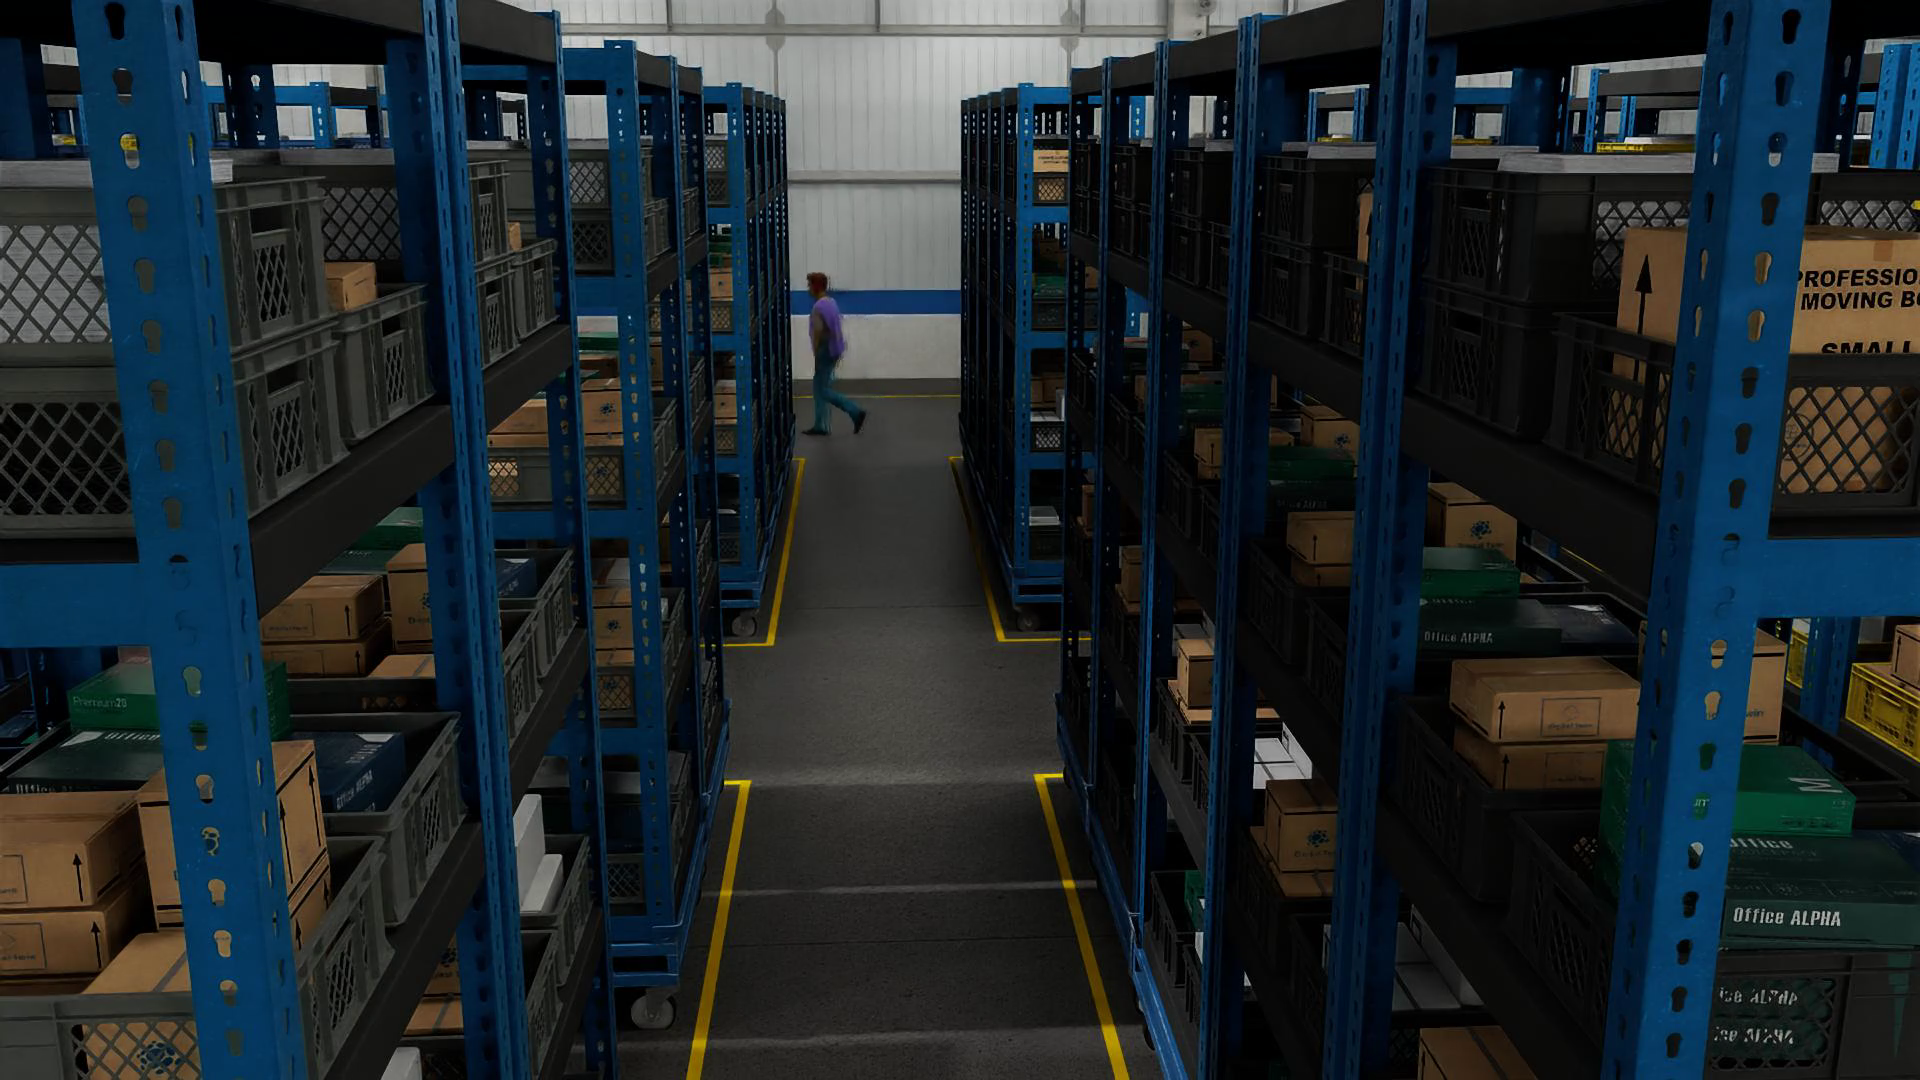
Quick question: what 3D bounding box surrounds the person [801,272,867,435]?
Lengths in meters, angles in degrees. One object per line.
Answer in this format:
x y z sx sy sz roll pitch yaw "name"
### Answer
-1.399 -2.013 18.162 0.700 1.819 0.564 2 14 10 "person"
